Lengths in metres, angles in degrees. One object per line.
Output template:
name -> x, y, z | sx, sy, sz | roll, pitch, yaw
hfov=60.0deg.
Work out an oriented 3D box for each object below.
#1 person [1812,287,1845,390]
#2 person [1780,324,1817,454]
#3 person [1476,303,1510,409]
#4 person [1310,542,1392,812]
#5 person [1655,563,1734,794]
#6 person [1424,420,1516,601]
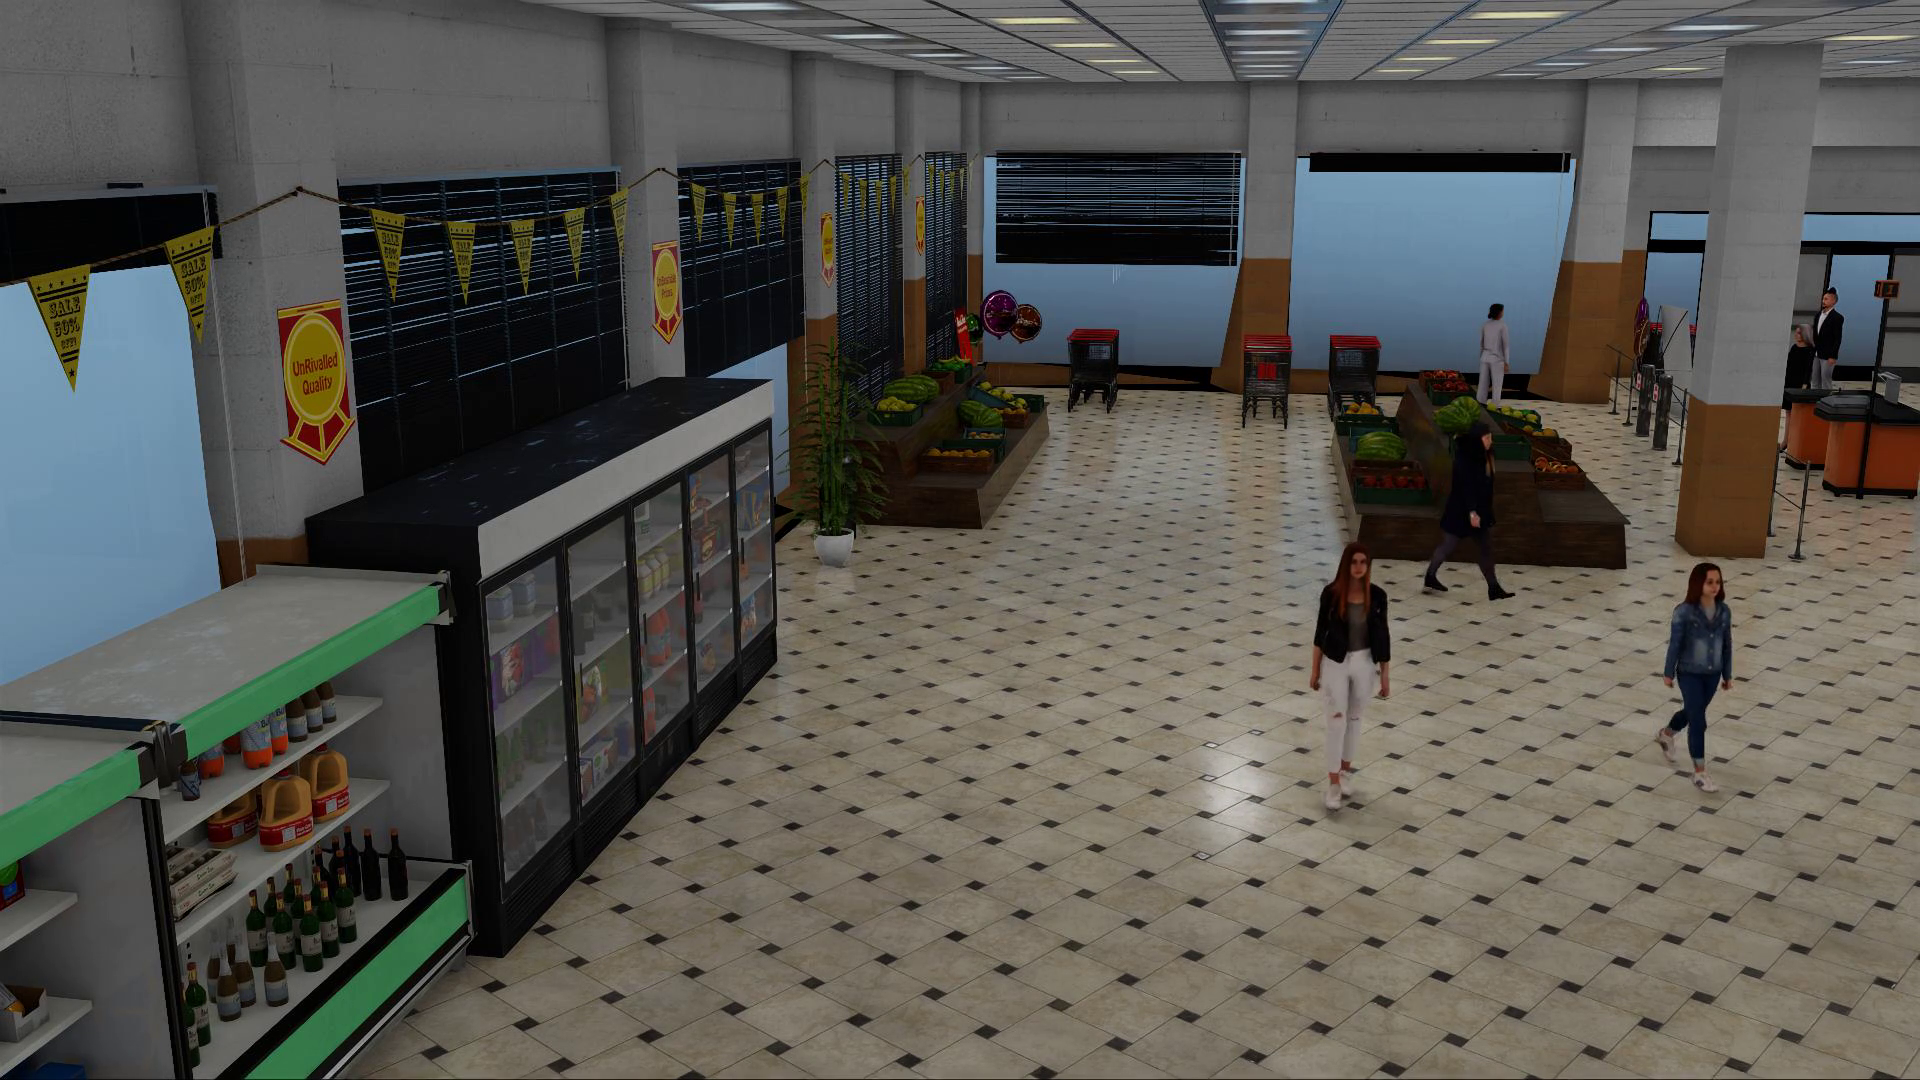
person -> 13.075, -2.843, 25.136 | 0.851, 1.950, 0.684 | -3, 14, -13
person -> 11.112, -2.004, 22.106 | 0.737, 1.747, 0.623 | -3, 14, -12
person -> 7.979, -2.680, 24.916 | 0.750, 1.736, 0.710 | -11, 17, -38
person -> 2.472, 0.817, 10.605 | 0.667, 1.686, 0.851 | 1, 14, 5
person -> 4.805, 0.861, 10.918 | 0.806, 1.453, 1.074 | -3, 14, -11
person -> 4.548, -0.252, 15.141 | 1.138, 1.625, 1.136 | -12, 18, -41
